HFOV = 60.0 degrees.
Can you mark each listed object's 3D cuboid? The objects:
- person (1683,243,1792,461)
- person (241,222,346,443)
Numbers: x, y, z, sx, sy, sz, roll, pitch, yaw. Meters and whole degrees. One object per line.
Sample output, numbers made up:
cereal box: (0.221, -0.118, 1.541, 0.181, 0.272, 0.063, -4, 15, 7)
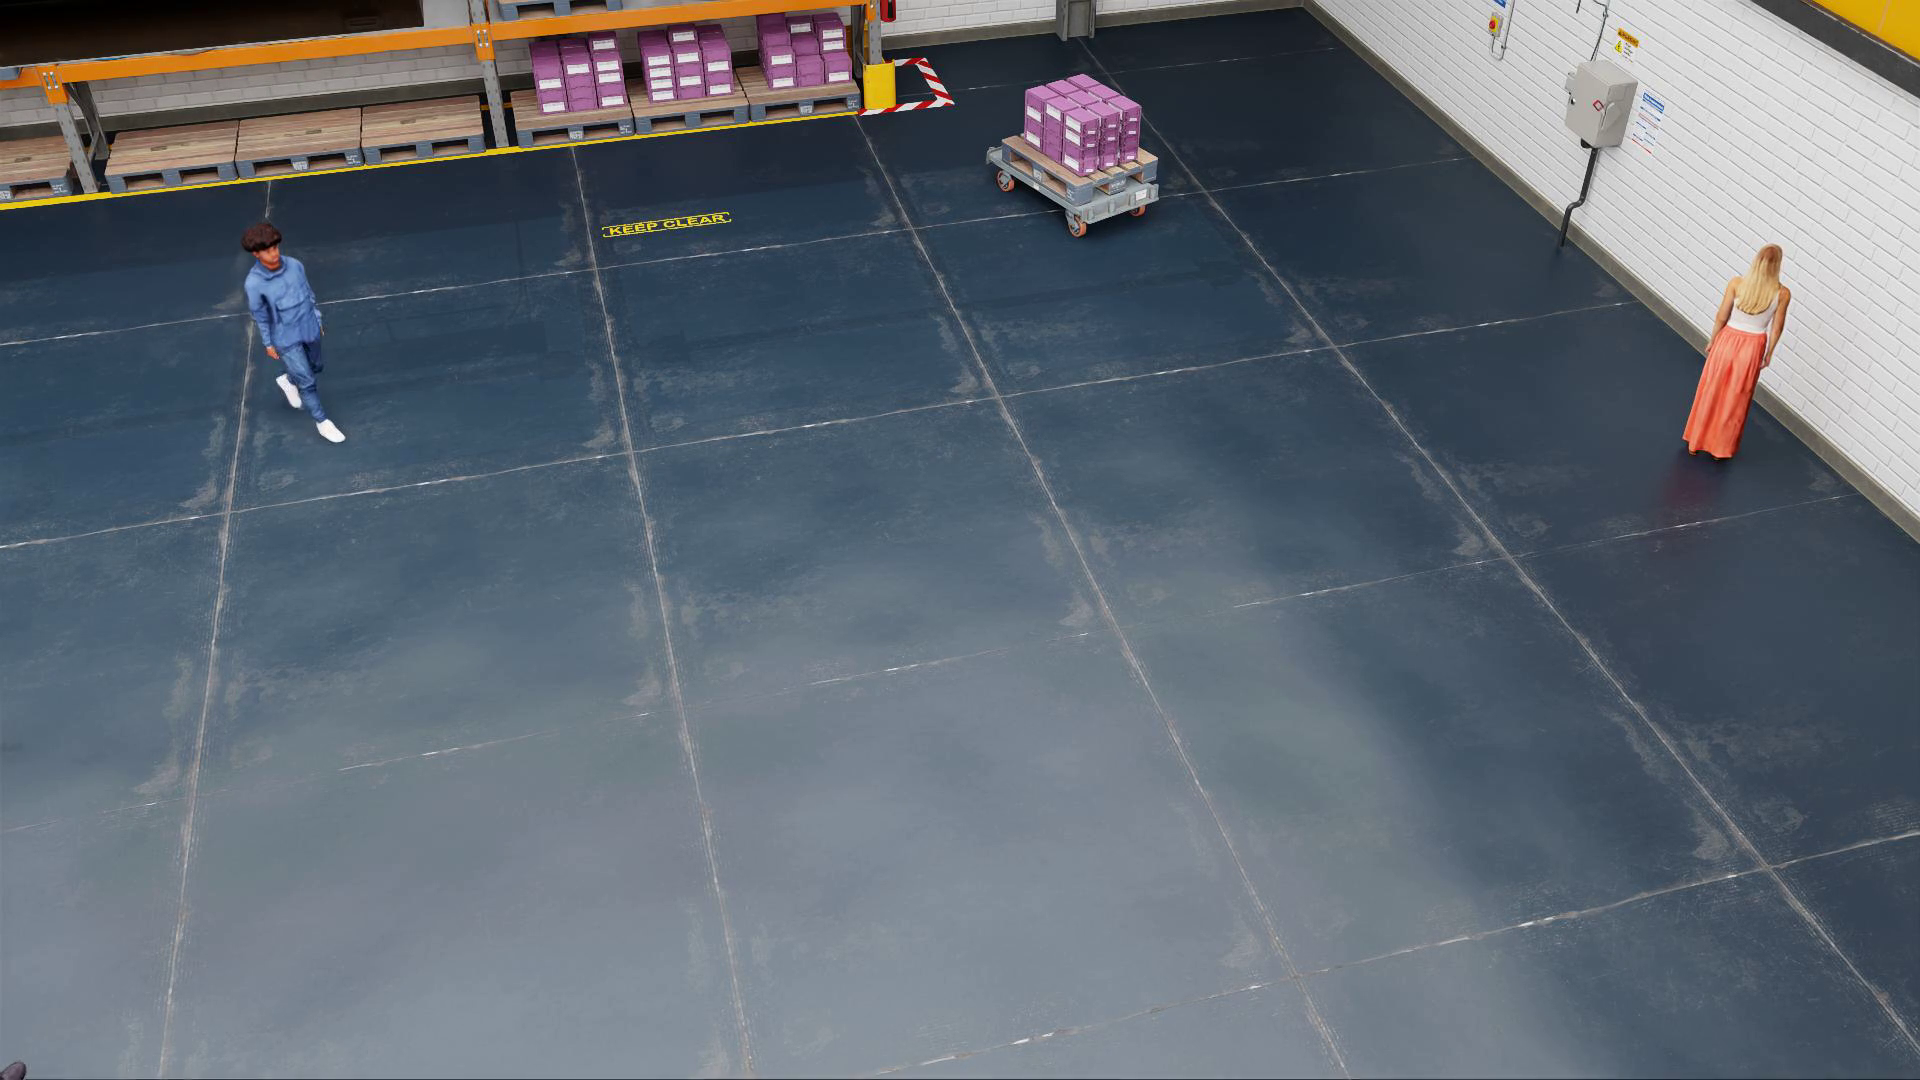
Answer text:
person: (5.849, -1.405, 12.509, 0.735, 1.802, 0.784, 23, 44, 26)
person: (-5.179, -1.630, 12.803, 1.137, 1.787, 1.112, 24, 44, 27)
